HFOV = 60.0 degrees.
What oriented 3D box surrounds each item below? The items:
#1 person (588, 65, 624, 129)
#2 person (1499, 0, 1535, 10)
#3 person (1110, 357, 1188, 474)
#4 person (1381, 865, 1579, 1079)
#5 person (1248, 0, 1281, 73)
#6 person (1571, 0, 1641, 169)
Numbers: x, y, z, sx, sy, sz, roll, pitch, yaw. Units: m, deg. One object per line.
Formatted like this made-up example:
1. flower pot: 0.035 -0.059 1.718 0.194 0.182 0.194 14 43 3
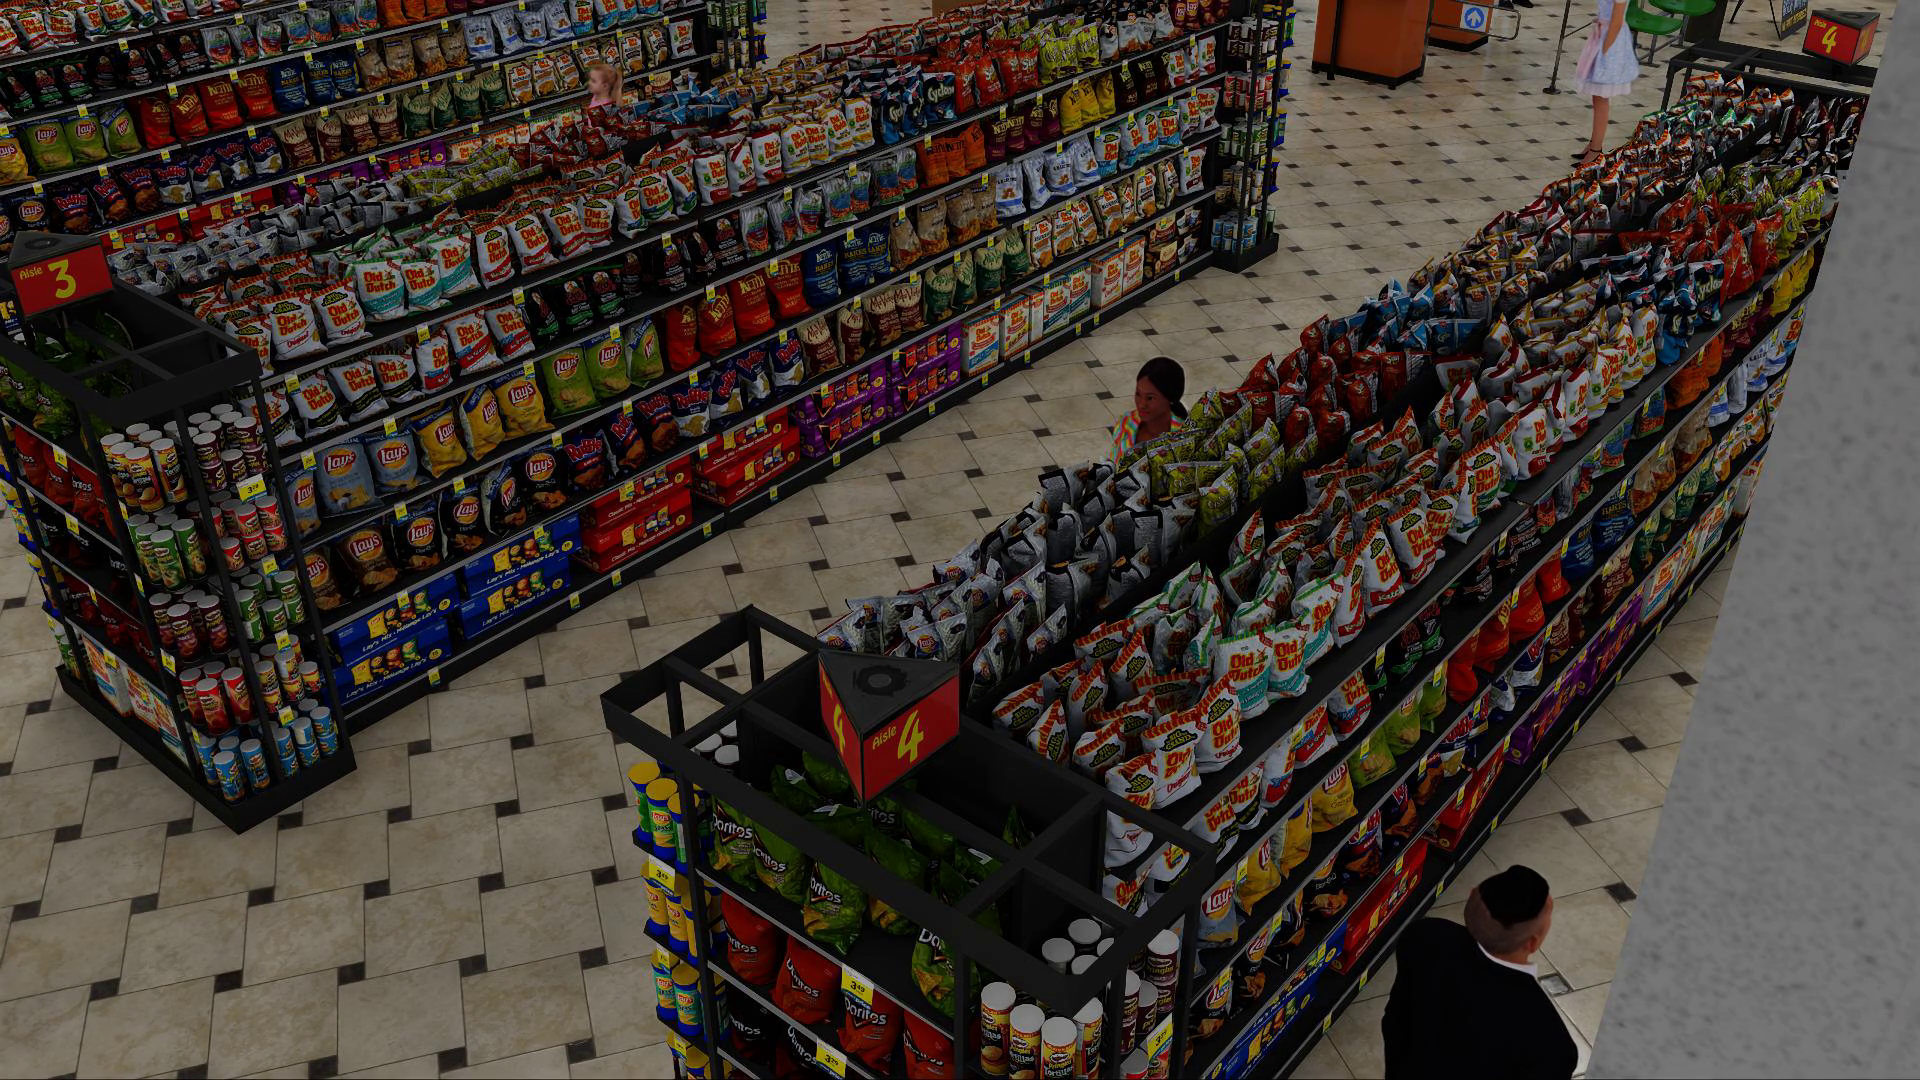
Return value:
1. person: -2.559 -2.816 12.068 0.604 1.267 0.557 -17 36 -25
2. person: 6.026 -6.587 17.607 0.686 1.819 0.811 -11 33 -17
3. person: 0.790 0.053 6.960 0.620 1.793 0.564 18 36 27
4. person: 1.307 1.559 4.392 0.692 1.950 0.765 -20 37 -29
5. person: 2.856 -5.136 15.401 0.738 1.686 0.579 12 34 18
6. person: 5.151 -3.871 13.245 0.865 1.816 0.781 11 33 17
